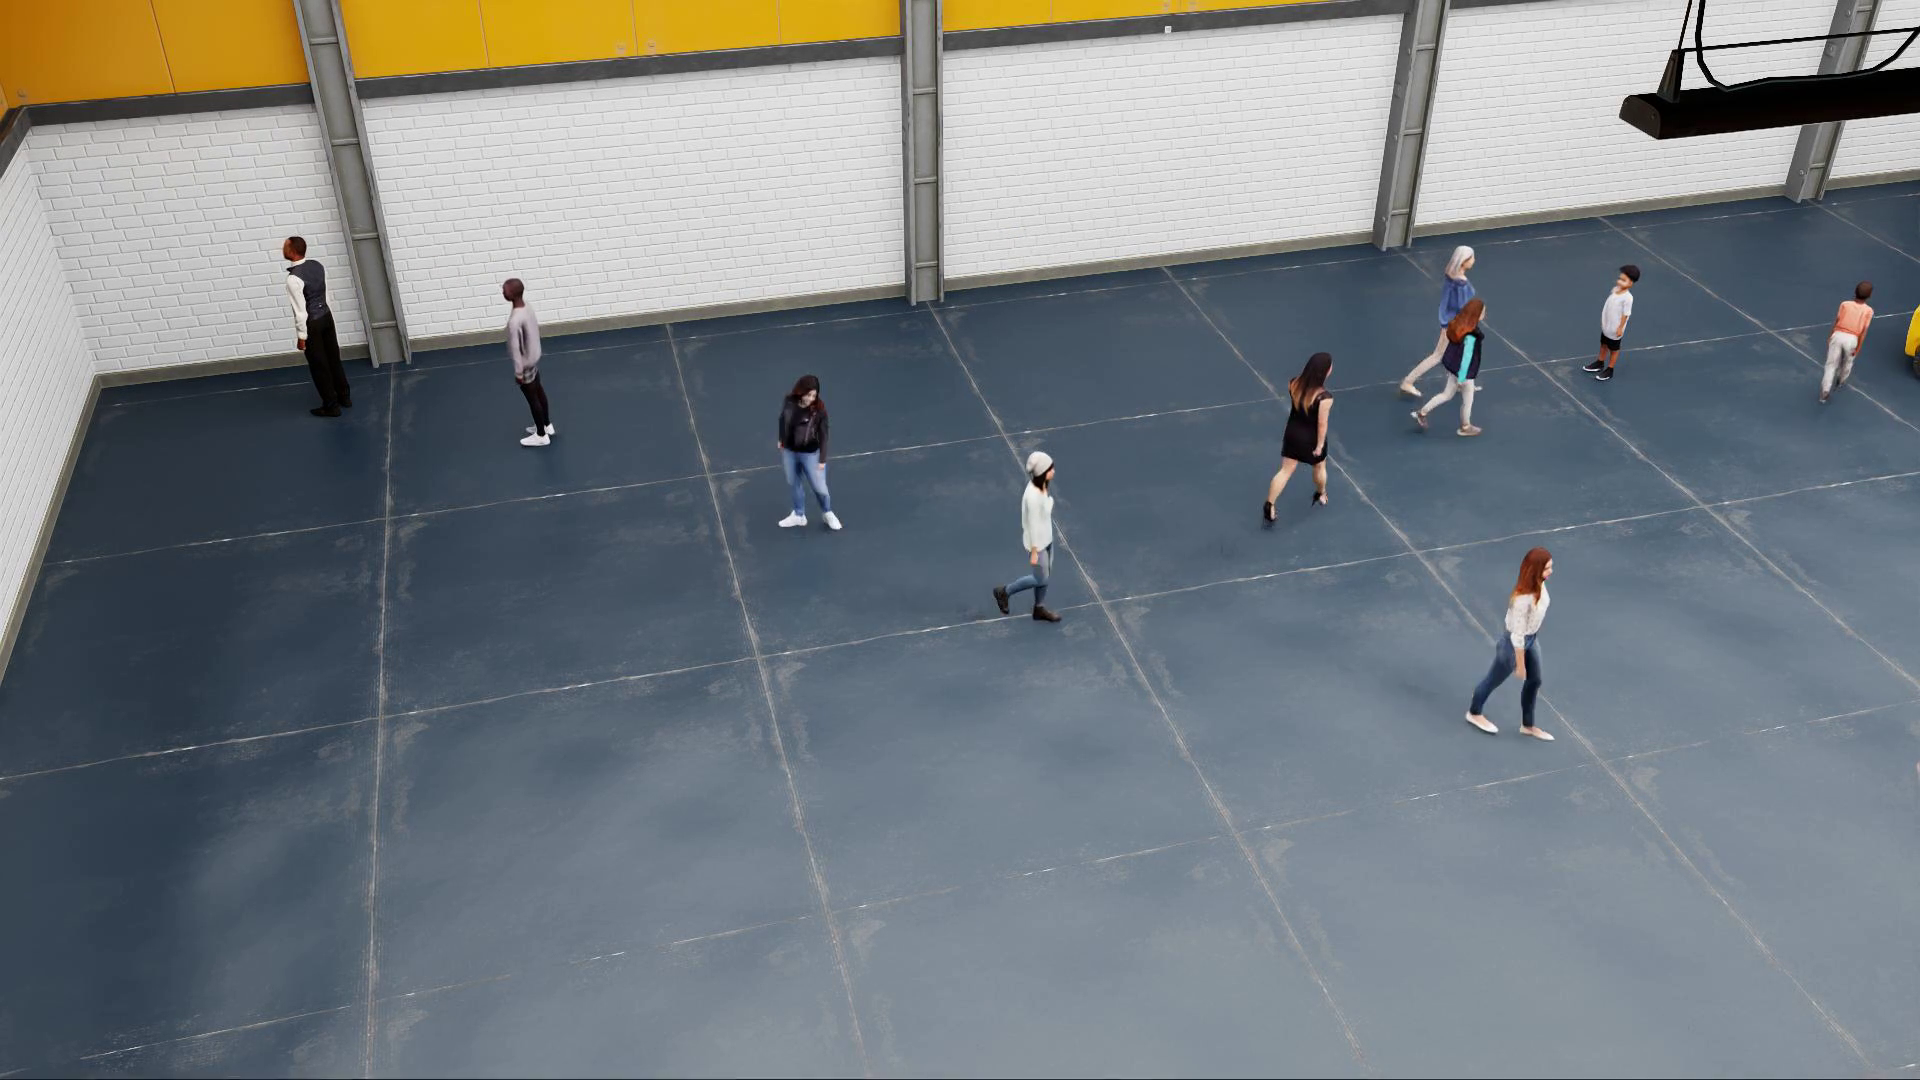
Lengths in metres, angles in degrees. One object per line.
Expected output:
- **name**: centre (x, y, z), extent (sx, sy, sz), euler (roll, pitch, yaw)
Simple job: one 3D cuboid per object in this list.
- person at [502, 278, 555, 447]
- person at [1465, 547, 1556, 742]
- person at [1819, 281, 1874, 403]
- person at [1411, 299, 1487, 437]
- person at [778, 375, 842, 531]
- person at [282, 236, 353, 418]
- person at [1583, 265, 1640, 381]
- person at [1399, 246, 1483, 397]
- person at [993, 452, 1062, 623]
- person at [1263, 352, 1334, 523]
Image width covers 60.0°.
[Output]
- **person**: centre (-4.212, -1.742, 16.233), extent (0.640, 1.771, 0.675), euler (2, 34, 3)
- **person**: centre (4.116, 0.753, 12.539), extent (0.947, 1.705, 0.944), euler (25, 41, 33)
- **person**: centre (9.084, -2.017, 17.094), extent (0.814, 1.276, 0.898), euler (20, 38, 27)
- **person**: centre (4.879, -1.699, 16.434), extent (0.988, 1.478, 0.708), euler (-1, 34, -1)
- **person**: centre (-1.442, -0.797, 14.956), extent (0.812, 1.612, 0.875), euler (28, 43, 35)
- **person**: centre (-6.487, -2.154, 16.721), extent (0.780, 1.917, 0.782), euler (10, 35, 14)
- **person**: centre (6.914, -2.316, 17.554), extent (0.518, 1.265, 0.499), euler (-11, 35, -15)
- **person**: centre (4.938, -2.182, 16.994), extent (1.189, 1.661, 0.862), euler (2, 34, 3)
- **person**: centre (0.564, -0.007, 13.746), extent (0.908, 1.635, 0.777), euler (7, 34, 10)
- **person**: centre (3.055, -0.885, 15.032), extent (1.151, 1.674, 0.952), euler (-27, 42, -34)
